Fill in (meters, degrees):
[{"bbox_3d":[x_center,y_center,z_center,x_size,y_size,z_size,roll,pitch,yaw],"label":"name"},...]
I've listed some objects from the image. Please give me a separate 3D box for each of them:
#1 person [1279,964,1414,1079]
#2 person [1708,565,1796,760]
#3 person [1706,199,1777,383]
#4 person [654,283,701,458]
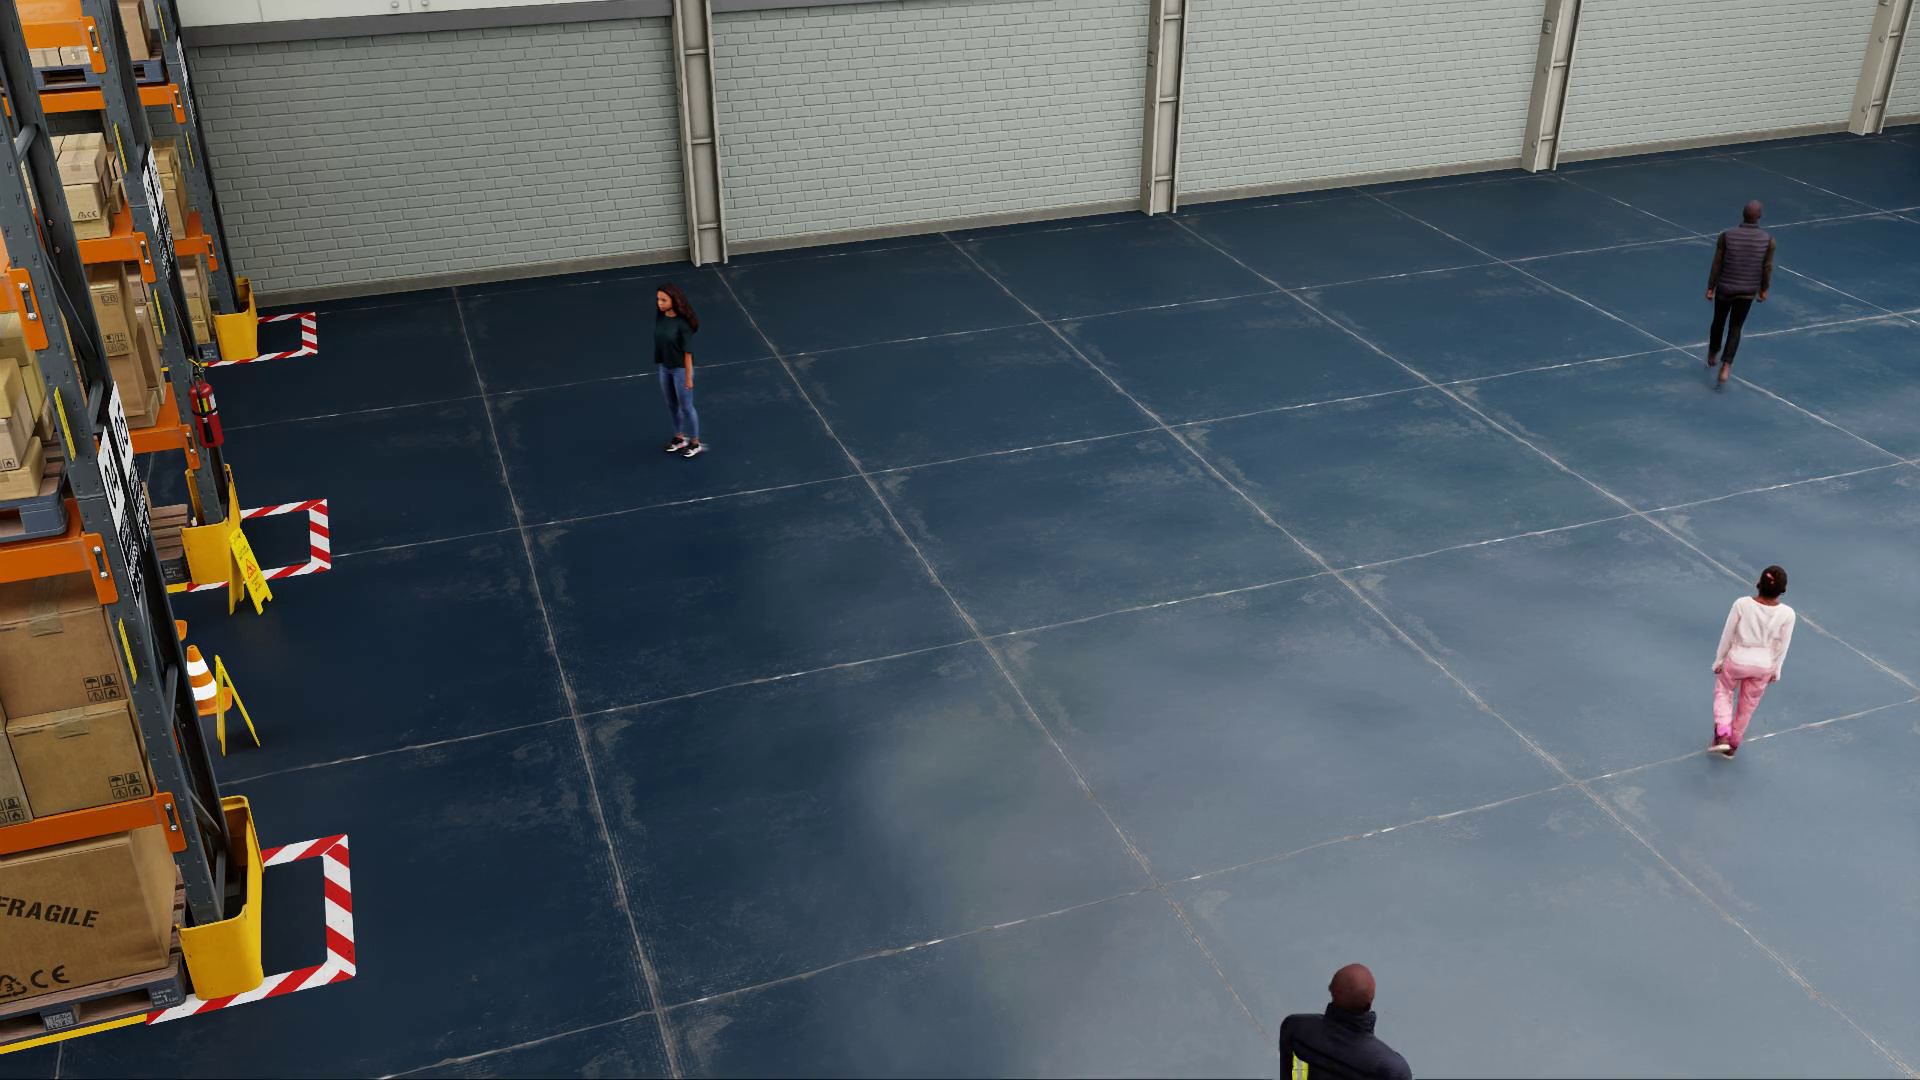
[{"bbox_3d":[1.574,2.579,7.013,1.065,1.789,1.267,24,36,37],"label":"person"},{"bbox_3d":[5.076,0.813,10.700,0.745,1.441,0.804,12,30,21],"label":"person"},{"bbox_3d":[7.646,-2.411,16.377,1.173,1.795,1.246,14,31,24],"label":"person"},{"bbox_3d":[-2.543,-1.537,14.926,0.693,1.616,0.732,21,35,34],"label":"person"}]
